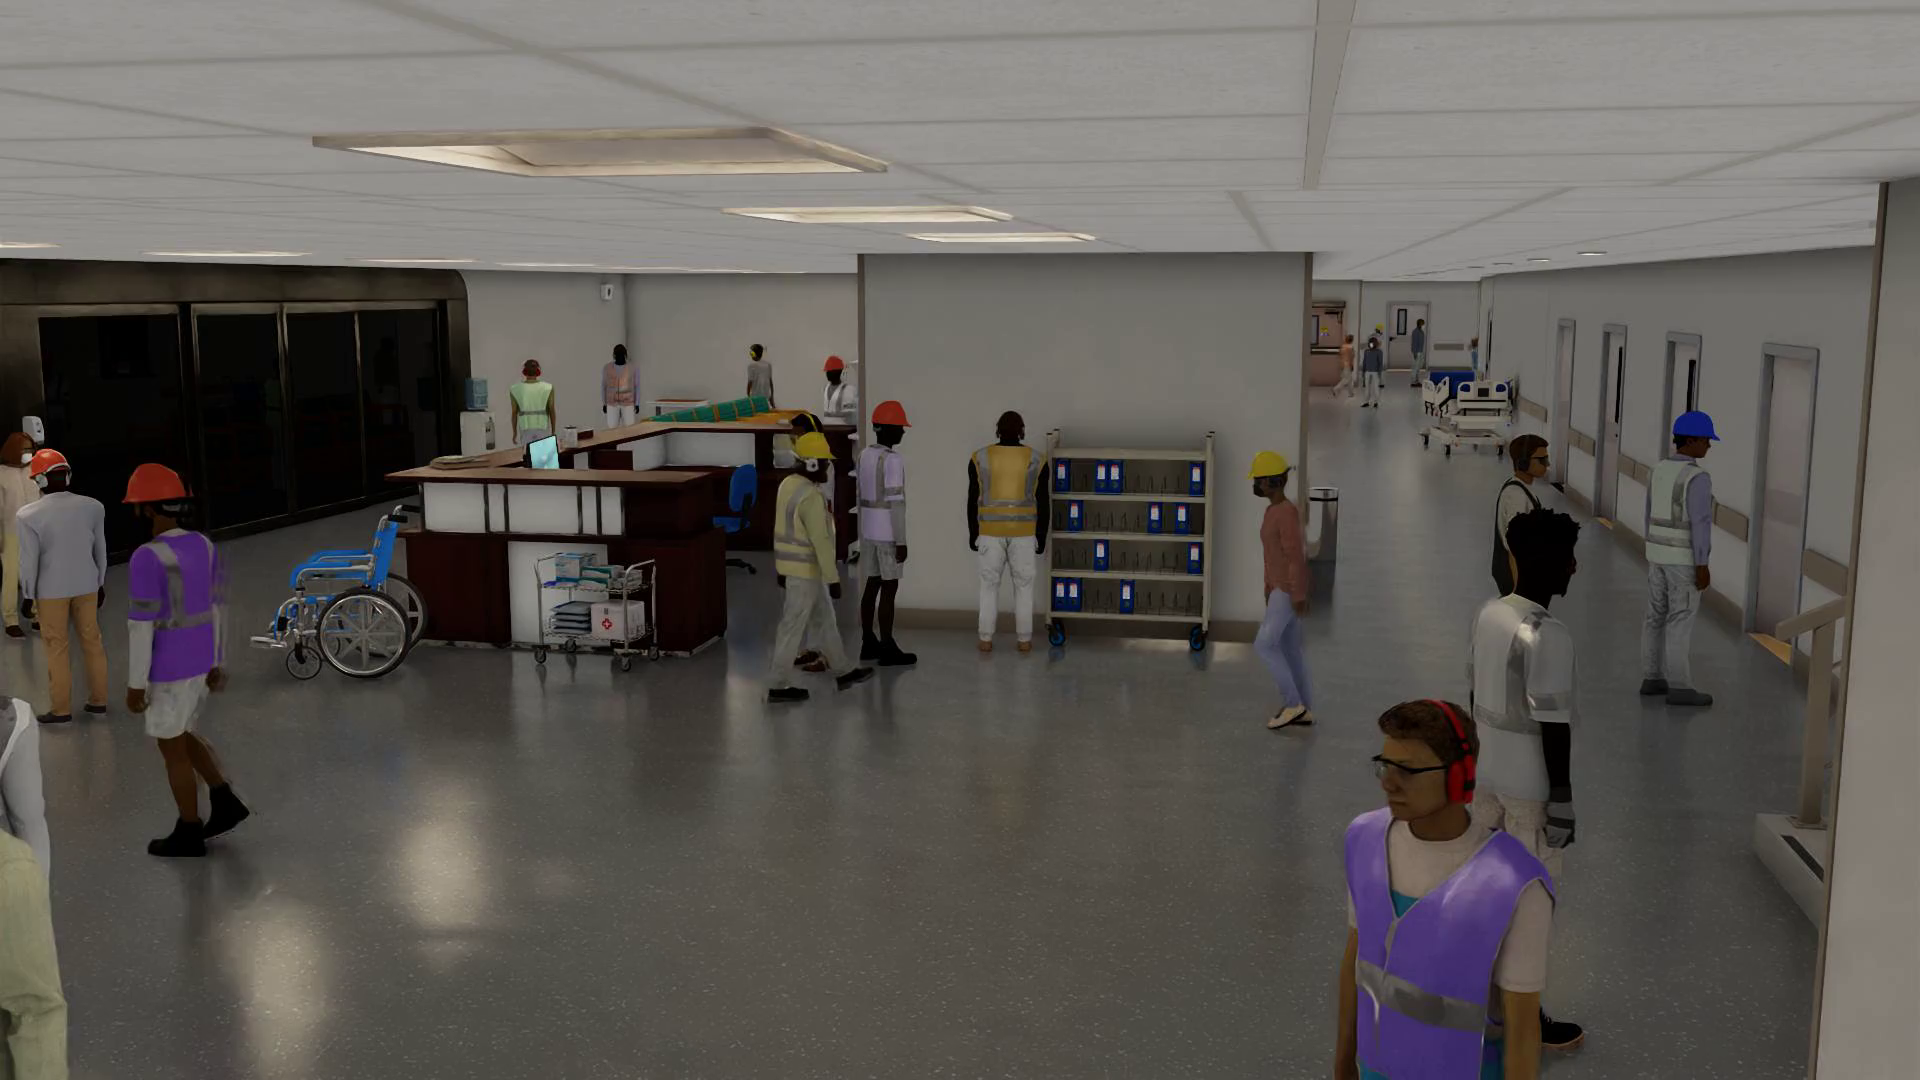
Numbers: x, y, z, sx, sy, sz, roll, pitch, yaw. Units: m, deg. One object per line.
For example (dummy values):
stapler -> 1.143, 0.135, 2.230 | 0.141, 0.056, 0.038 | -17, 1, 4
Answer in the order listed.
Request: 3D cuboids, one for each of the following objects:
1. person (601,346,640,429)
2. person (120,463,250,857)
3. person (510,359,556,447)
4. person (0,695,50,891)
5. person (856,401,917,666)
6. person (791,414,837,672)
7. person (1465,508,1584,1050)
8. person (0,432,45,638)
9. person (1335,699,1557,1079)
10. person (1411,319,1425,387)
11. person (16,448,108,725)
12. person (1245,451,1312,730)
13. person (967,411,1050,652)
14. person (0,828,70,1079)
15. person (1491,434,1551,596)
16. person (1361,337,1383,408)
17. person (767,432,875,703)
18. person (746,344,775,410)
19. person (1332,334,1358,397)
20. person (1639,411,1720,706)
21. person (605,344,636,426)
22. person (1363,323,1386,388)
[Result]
person -> -5.421, -2.177, 26.582 | 0.623, 1.847, 0.429 | 0, 9, -3
person -> -3.788, 0.590, 7.980 | 0.392, 1.923, 0.541 | 1, 9, 5
person -> -5.488, -1.400, 21.419 | 0.563, 1.846, 0.390 | -2, 9, -15
person -> -2.982, 1.080, 4.879 | 0.568, 1.878, 0.351 | -5, 10, -30
person -> -0.532, -0.053, 12.179 | 0.377, 1.932, 0.552 | -6, 10, -33
person -> -1.061, 0.018, 11.972 | 0.321, 1.861, 0.516 | -5, 10, -28
person -> 2.060, 0.853, 6.063 | 0.362, 1.965, 0.612 | -1, 9, -10
person -> -7.416, -0.046, 13.171 | 0.287, 1.627, 0.507 | 5, 10, 30
person -> 1.095, 1.258, 3.808 | 0.387, 1.841, 0.583 | -5, 10, -31
person -> 12.864, -5.250, 46.715 | 0.382, 1.928, 0.636 | 6, 10, 33
person -> -5.675, 0.291, 10.518 | 0.333, 1.745, 0.559 | 5, 10, 30
person -> 2.006, 0.316, 10.367 | 0.484, 1.734, 0.544 | 0, 9, 1
person -> 0.365, -0.059, 12.578 | 0.628, 1.837, 0.429 | 0, 9, 2
person -> -2.181, 1.225, 3.512 | 0.613, 1.991, 0.391 | 2, 9, 14
person -> 3.512, 0.251, 10.451 | 0.330, 1.844, 0.519 | 3, 9, 19
person -> 9.576, -3.892, 38.645 | 0.501, 1.636, 0.280 | 7, 11, 40
person -> -0.911, 0.181, 11.074 | 0.868, 1.792, 0.627 | -3, 9, -20
person -> -3.317, -2.302, 27.394 | 0.460, 1.849, 0.546 | 8, 12, 42
person -> 9.766, -4.398, 42.082 | 0.703, 1.617, 0.524 | -2, 9, -12
person -> 4.772, 0.116, 11.035 | 0.402, 1.943, 0.605 | -1, 9, -8
person -> -5.542, -2.259, 27.106 | 0.520, 1.856, 0.333 | -1, 9, -7
person -> 11.524, -5.115, 46.210 | 0.705, 1.807, 0.599 | -8, 12, -43
